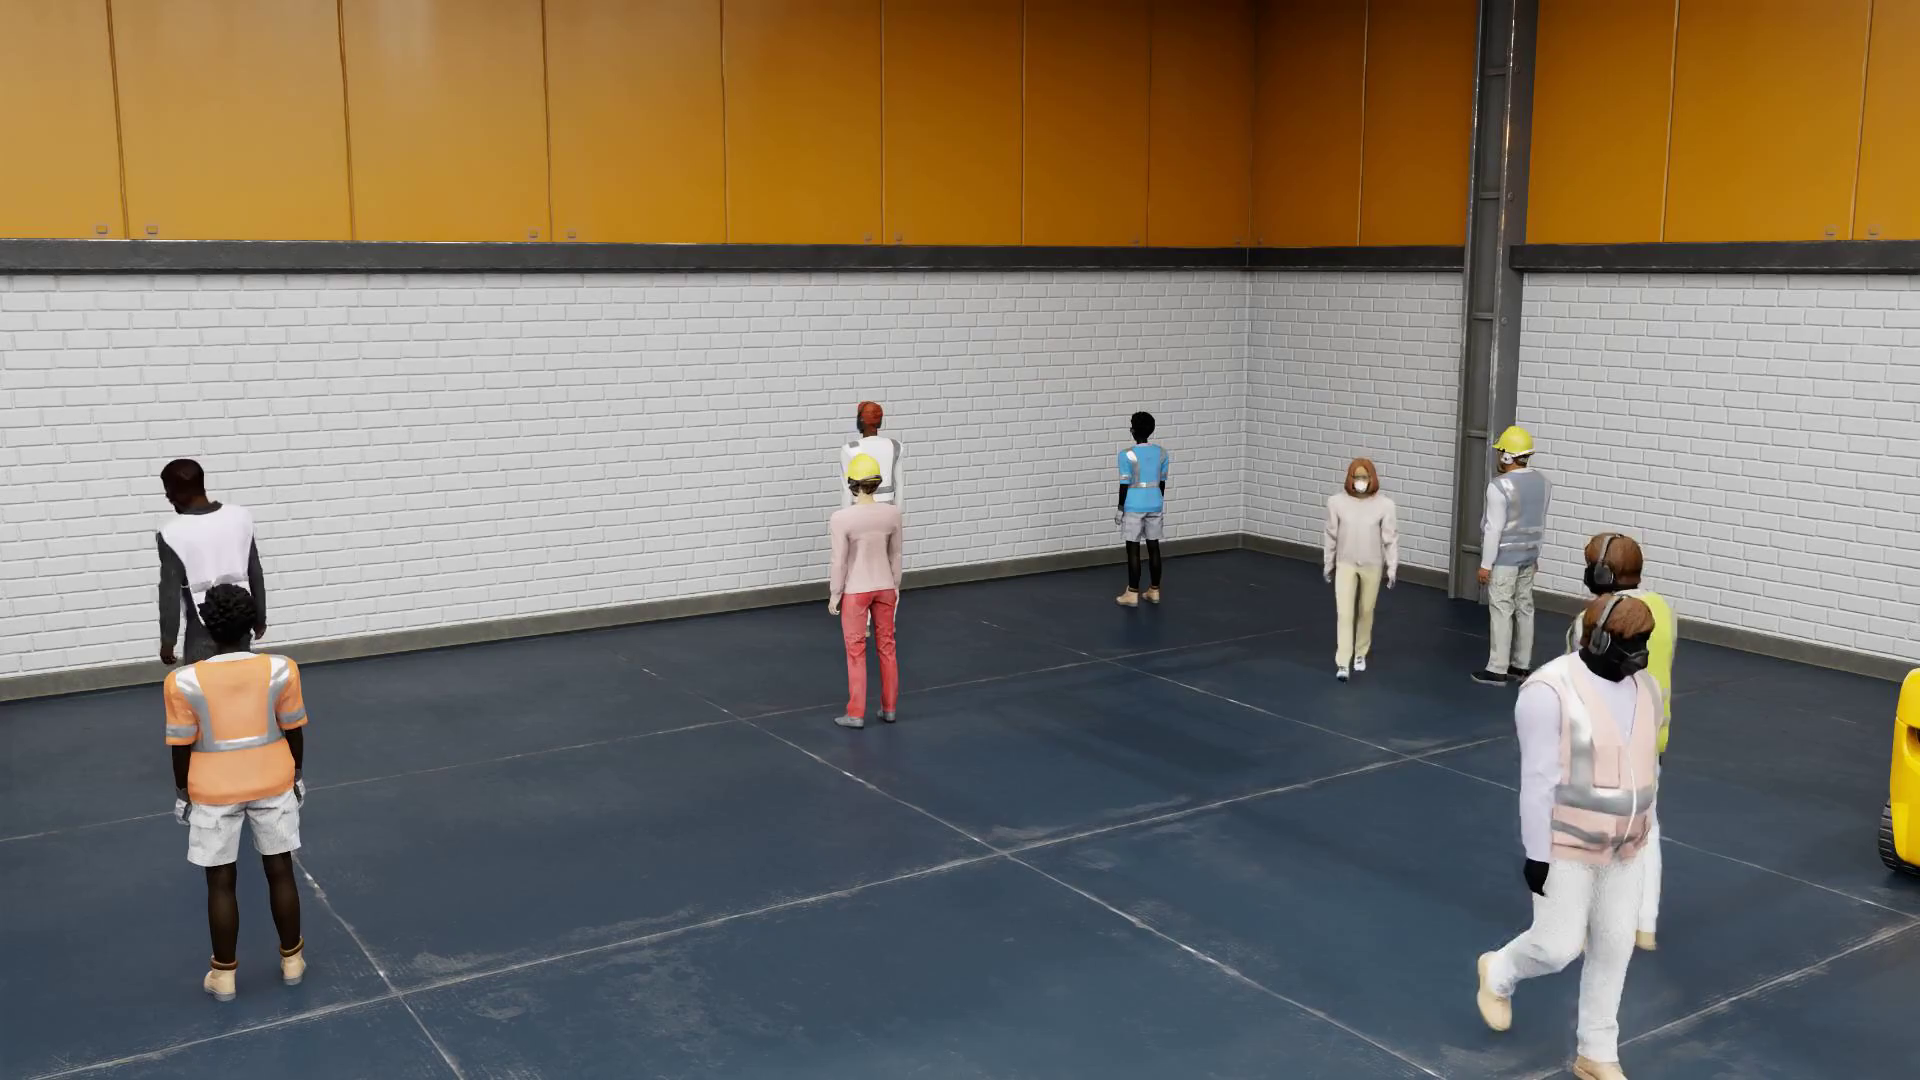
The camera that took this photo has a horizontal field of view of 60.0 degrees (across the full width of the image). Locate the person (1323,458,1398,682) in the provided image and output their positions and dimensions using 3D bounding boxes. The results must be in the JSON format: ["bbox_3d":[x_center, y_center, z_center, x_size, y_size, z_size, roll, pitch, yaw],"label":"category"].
[{"bbox_3d":[2.854,0.210,11.873,0.522,1.581,0.843,2,10,14],"label":"person"}]

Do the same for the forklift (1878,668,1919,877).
[{"bbox_3d":[5.511,0.571,7.906,2.313,2.155,1.214,-6,11,-33],"label":"forklift"}]

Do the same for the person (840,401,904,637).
[{"bbox_3d":[-0.711,-0.168,13.293,0.577,1.884,0.353,-6,11,-33],"label":"person"}]

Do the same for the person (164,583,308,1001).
[{"bbox_3d":[-2.913,1.011,6.741,0.537,1.700,0.318,-6,11,-33],"label":"person"}]

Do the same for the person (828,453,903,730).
[{"bbox_3d":[-0.604,0.328,10.650,0.527,1.772,0.305,-6,11,-33],"label":"person"}]

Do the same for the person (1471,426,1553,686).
[{"bbox_3d":[3.879,0.112,11.745,0.594,1.836,0.404,-6,11,-33],"label":"person"}]

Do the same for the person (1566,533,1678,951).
[{"bbox_3d":[2.815,0.883,7.169,0.641,1.826,0.436,-7,12,-37],"label":"person"}]

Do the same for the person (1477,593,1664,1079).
[{"bbox_3d":[2.234,1.069,6.038,0.634,1.818,0.628,-4,10,-21],"label":"person"}]

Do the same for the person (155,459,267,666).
[{"bbox_3d":[-4.183,0.480,9.417,0.488,1.888,0.657,6,11,30],"label":"person"}]

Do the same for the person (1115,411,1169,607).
[{"bbox_3d":[1.574,-0.270,14.468,0.537,1.696,0.318,-6,11,-33],"label":"person"}]
